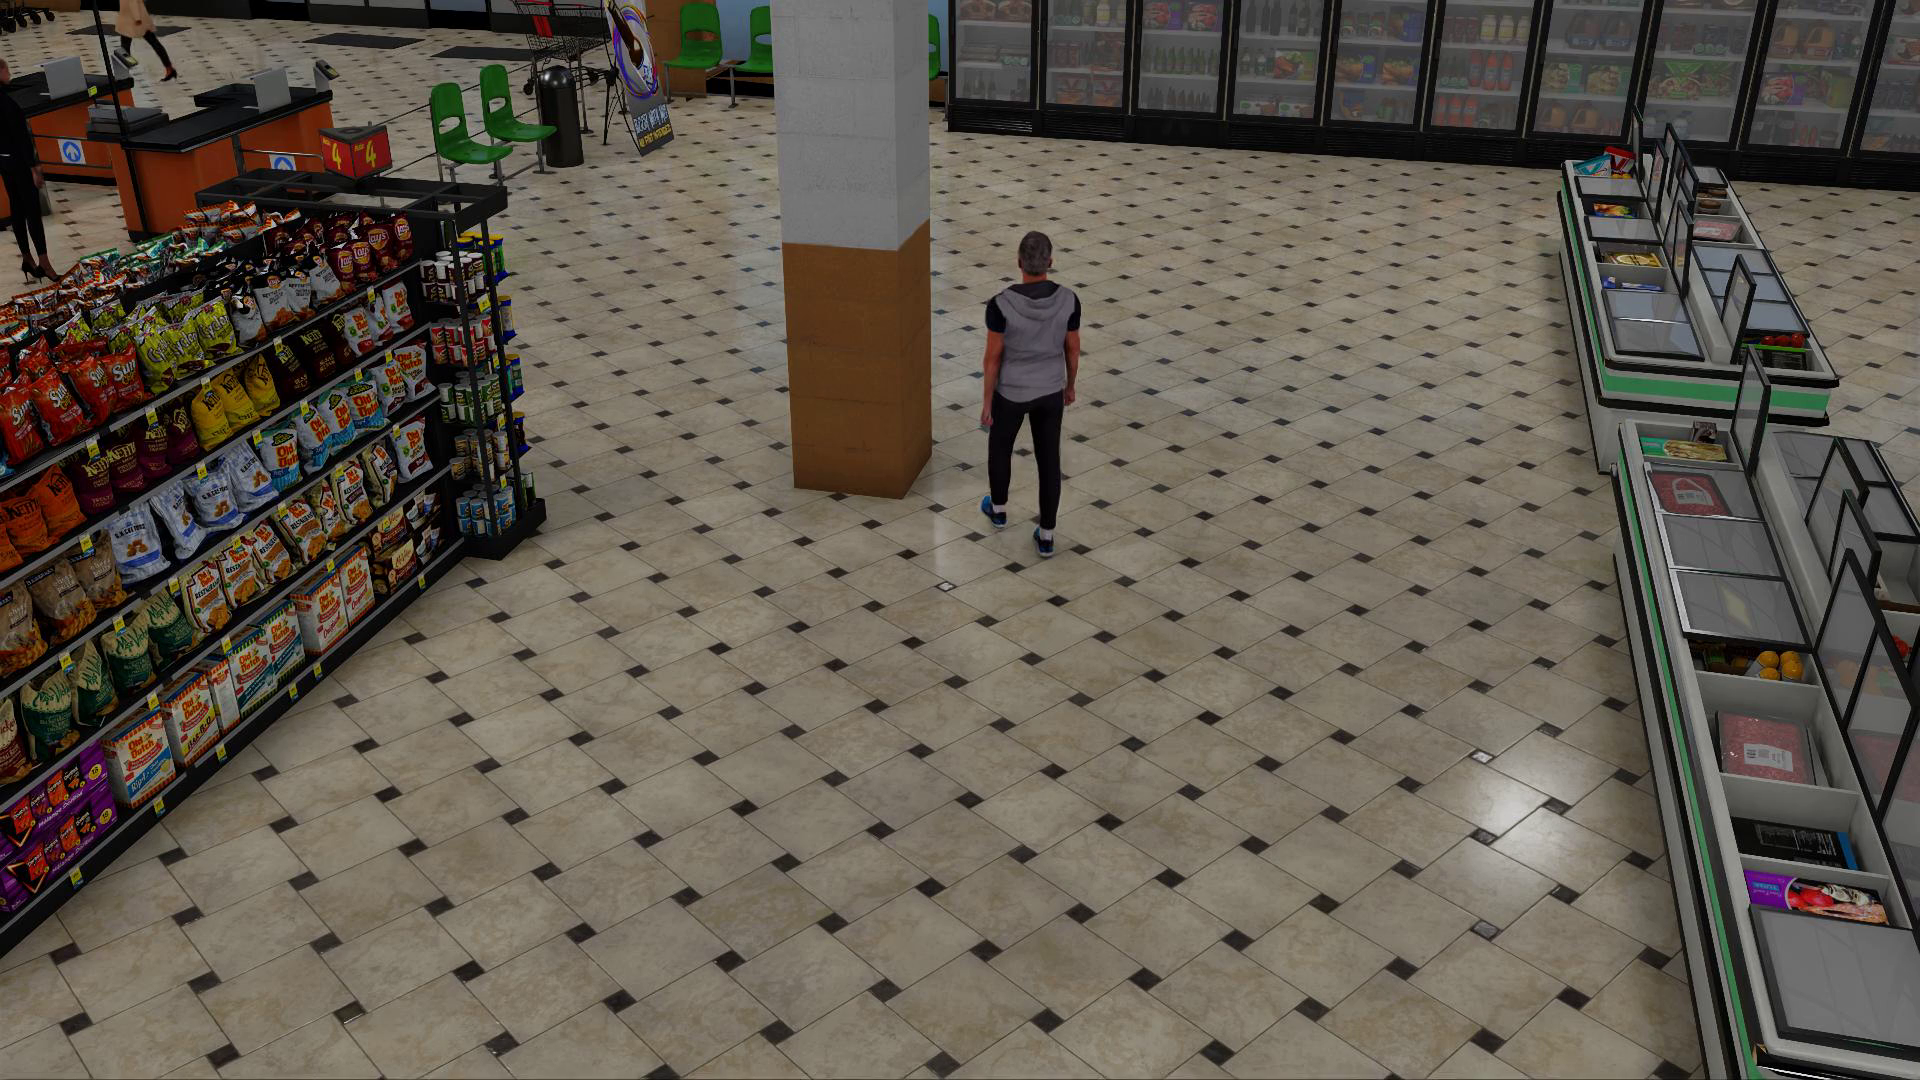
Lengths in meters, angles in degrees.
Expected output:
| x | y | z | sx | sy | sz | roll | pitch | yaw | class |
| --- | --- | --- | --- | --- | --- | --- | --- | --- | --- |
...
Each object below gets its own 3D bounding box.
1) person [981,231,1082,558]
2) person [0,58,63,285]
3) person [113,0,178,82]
| x | y | z | sx | sy | sz | roll | pitch | yaw | class |
| --- | --- | --- | --- | --- | --- | --- | --- | --- | --- |
| 0.411 | -0.747 | 9.068 | 0.946 | 1.811 | 1.041 | -5 | 27 | -10 | person |
| -7.642 | -2.997 | 13.477 | 0.665 | 1.836 | 0.632 | 17 | 32 | 30 | person |
| -10.042 | -6.431 | 20.464 | 1.089 | 1.640 | 1.129 | -8 | 28 | -15 | person |
